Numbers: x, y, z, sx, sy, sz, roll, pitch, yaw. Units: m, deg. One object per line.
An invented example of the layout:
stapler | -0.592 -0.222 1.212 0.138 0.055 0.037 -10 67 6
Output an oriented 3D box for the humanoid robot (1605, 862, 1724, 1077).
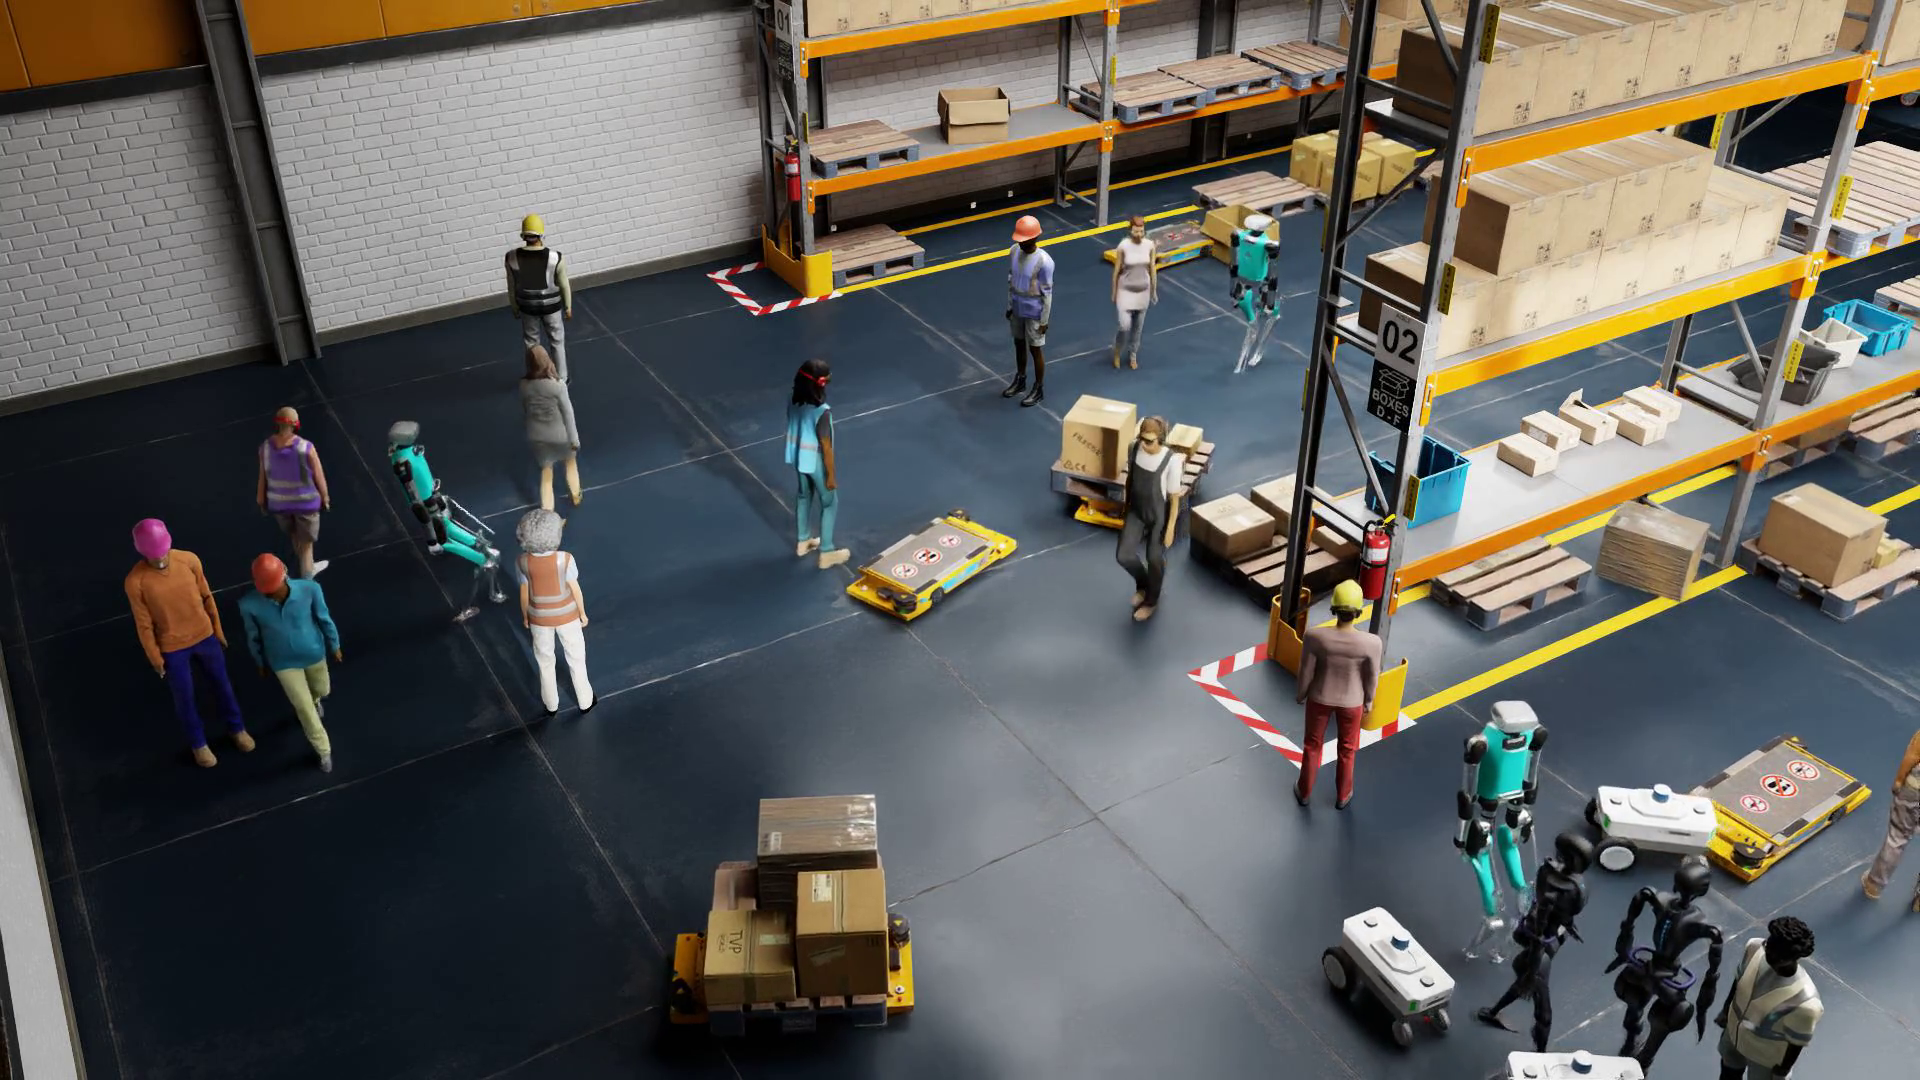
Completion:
humanoid robot | 3.791 2.375 8.980 0.664 1.636 0.596 -24 39 -33

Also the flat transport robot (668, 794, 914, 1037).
flat transport robot | -1.004 2.567 9.990 1.431 0.231 0.659 -2 32 -3

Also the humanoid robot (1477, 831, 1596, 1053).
humanoid robot | 3.269 2.231 9.227 0.613 1.651 0.606 23 39 32

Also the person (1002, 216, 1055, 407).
person | 0.645 -2.218 16.065 0.375 1.930 0.542 -26 40 -35

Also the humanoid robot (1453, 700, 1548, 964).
humanoid robot | 3.243 1.854 9.787 0.539 1.827 0.749 -11 34 -17

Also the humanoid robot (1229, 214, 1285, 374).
humanoid robot | 3.041 -2.482 16.694 0.548 1.776 0.802 25 40 34

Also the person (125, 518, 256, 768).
person | -5.312 0.688 11.389 0.518 1.972 0.405 -26 41 -35

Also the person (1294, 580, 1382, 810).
person | 2.486 1.036 11.025 0.522 1.766 0.316 7 33 10

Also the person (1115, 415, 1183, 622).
person | 1.451 -0.167 12.882 0.536 1.829 0.408 26 40 35

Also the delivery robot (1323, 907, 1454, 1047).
delivery robot | 2.546 2.530 9.798 0.499 0.613 0.811 -14 35 -21

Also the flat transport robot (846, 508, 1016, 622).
flat transport robot | -0.223 0.189 13.783 0.659 0.231 1.431 23 39 32

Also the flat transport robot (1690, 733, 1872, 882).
flat transport robot | 5.471 1.782 11.241 1.431 0.231 0.659 -21 38 -29

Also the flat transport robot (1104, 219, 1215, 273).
flat transport robot | 2.454 -3.453 19.591 1.431 0.231 0.659 -21 38 -29

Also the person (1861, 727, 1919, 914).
person | 6.019 1.522 10.245 0.467 1.770 0.347 13 34 20

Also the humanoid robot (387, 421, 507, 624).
humanoid robot | -3.874 -0.139 12.928 0.854 1.774 0.585 -5 32 -7

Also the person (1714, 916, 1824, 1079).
person | 4.129 2.593 8.612 0.320 1.693 0.535 -8 33 -12

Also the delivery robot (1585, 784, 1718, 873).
delivery robot | 4.515 1.851 10.856 0.787 0.587 0.499 6 33 9

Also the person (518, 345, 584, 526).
person | -3.495 -0.914 14.258 0.535 1.614 0.791 1 32 2

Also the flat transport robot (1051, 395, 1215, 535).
flat transport robot | 1.574 -0.518 14.911 0.659 0.231 1.431 13 34 20

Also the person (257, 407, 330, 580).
person | -5.293 -0.268 13.205 0.537 1.645 0.757 1 32 1

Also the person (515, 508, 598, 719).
person | -2.904 0.534 11.891 0.448 1.688 0.301 -3 32 -4

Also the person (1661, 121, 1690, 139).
person | 8.921 -5.180 20.911 0.993 1.792 0.586 13 34 20

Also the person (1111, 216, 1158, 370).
person | 1.761 -2.470 16.729 0.444 1.645 0.383 -7 33 -11

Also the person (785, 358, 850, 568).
person | -1.209 -0.631 13.593 0.411 1.861 0.574 -25 40 -34

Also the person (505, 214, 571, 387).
person | -4.102 -2.307 16.308 0.598 1.818 0.403 -3 32 -5

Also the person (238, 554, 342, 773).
person | -4.614 0.740 11.547 0.571 1.711 0.740 -15 35 -23

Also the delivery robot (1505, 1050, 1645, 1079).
delivery robot | 3.347 3.016 9.019 0.808 0.610 0.499 2 32 3
